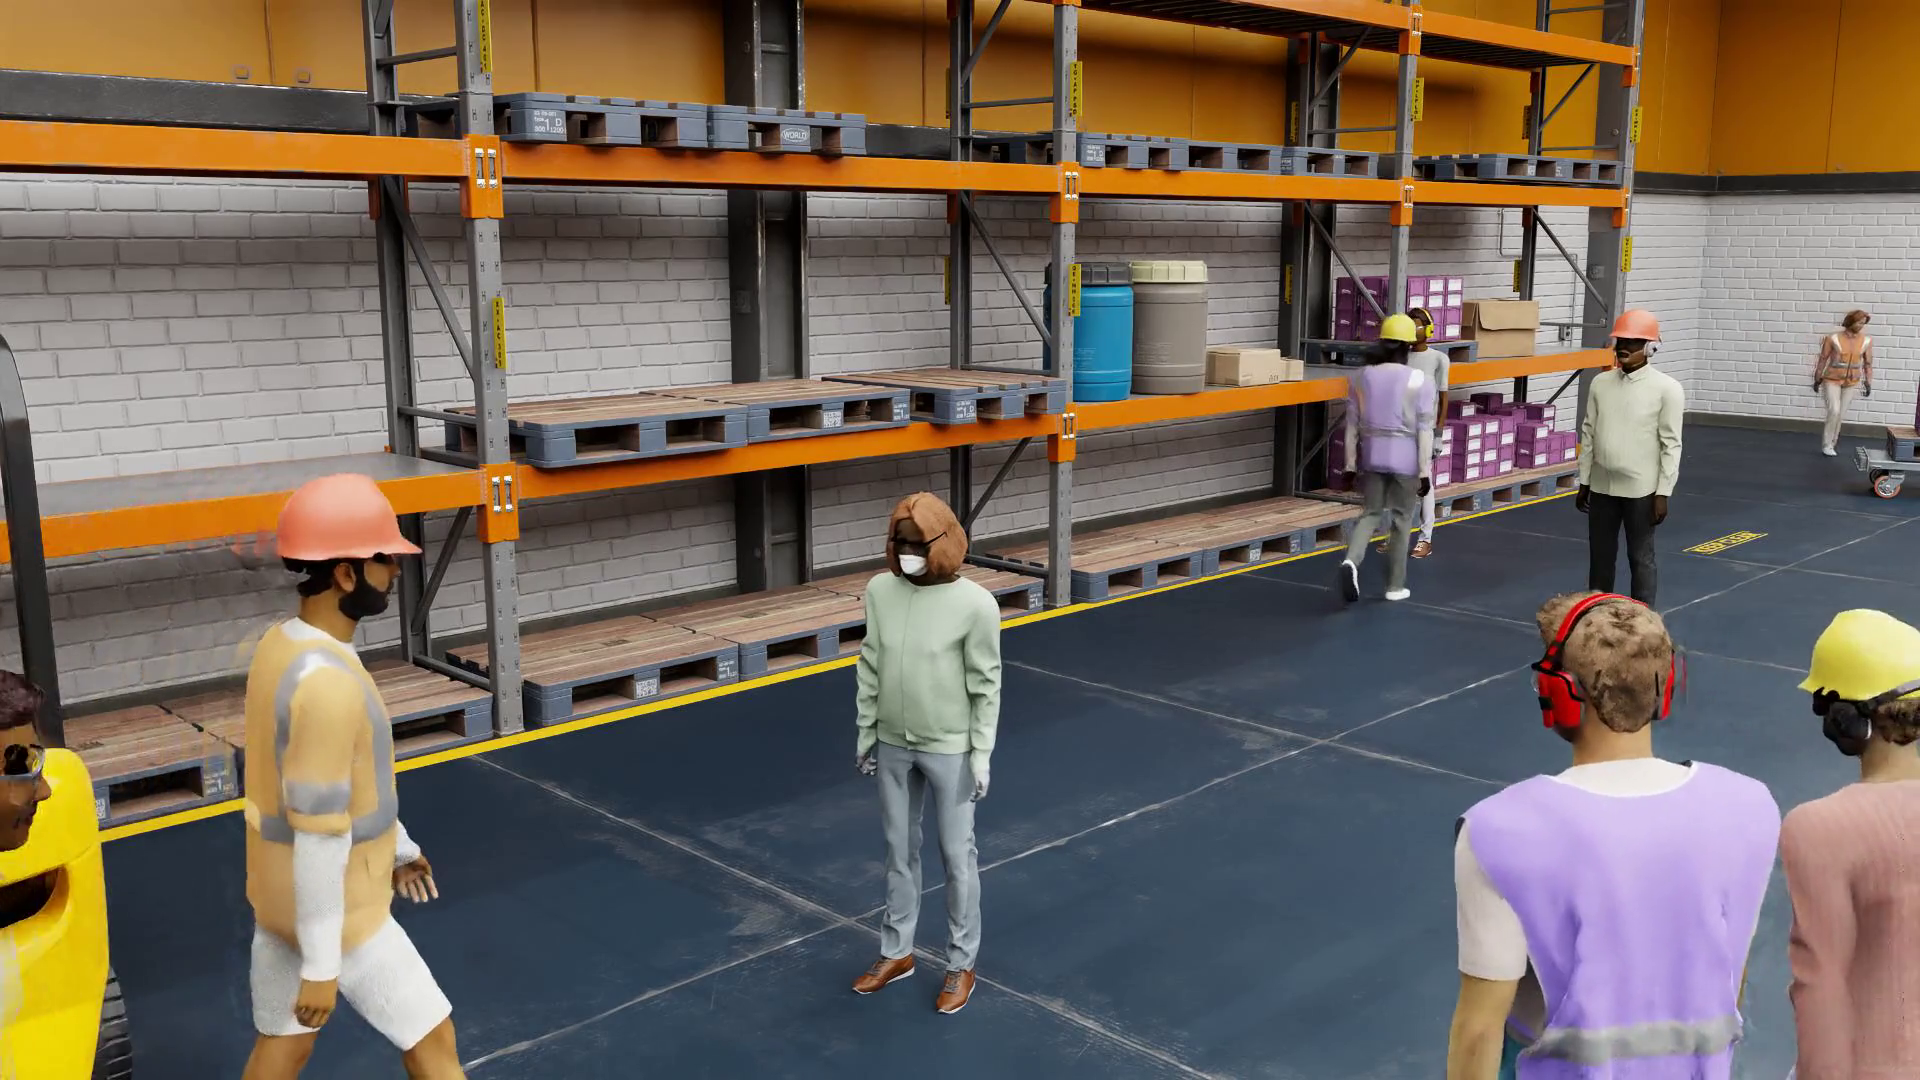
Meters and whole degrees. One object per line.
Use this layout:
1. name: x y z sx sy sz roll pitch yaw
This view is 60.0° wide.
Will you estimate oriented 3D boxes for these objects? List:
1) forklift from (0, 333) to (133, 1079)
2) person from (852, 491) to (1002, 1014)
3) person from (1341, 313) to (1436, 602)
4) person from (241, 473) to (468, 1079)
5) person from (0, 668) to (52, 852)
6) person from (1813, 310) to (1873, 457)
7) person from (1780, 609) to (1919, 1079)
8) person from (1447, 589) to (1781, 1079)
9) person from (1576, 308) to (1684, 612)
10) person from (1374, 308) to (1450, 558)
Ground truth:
1. forklift: -3.289 0.485 4.582 1.214 2.155 2.313 -10 14 -44
2. person: -0.110 0.654 5.187 0.499 1.633 0.281 6 12 30
3. person: 2.753 -0.506 10.773 0.591 1.908 0.704 8 13 36
4. person: -1.316 0.783 3.783 0.992 1.882 0.547 -8 13 -36
5. person: -1.611 1.074 2.357 0.725 1.837 0.525 -5 11 -25
6. person: 9.560 -1.688 18.019 0.531 1.604 0.614 0 10 1
7. person: 1.776 1.001 3.113 0.539 1.706 0.772 -3 11 -14
8. person: 1.063 0.975 2.908 0.584 1.824 0.636 -1 10 -6
9. person: 3.776 -0.311 9.457 0.375 1.997 0.612 -7 13 -34
10. person: 3.406 -0.804 12.494 0.328 1.872 0.514 -9 14 -42
